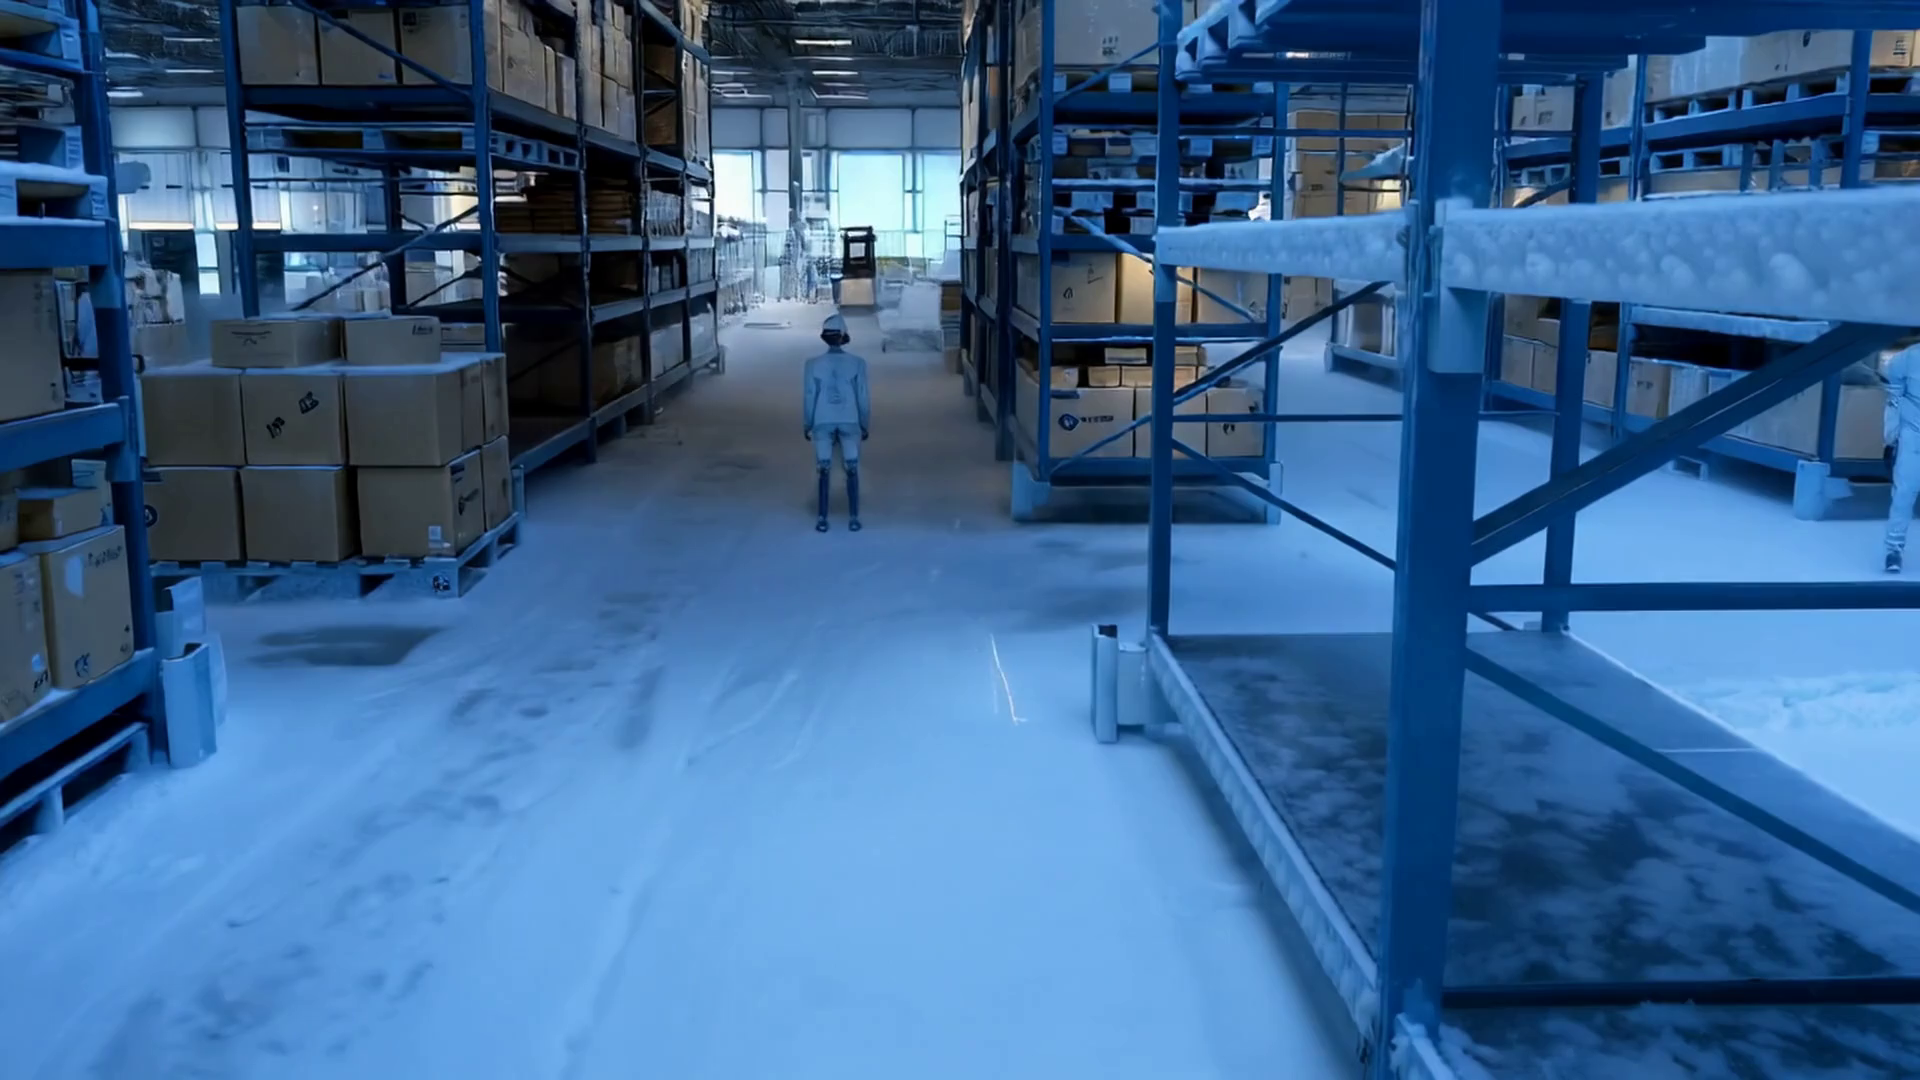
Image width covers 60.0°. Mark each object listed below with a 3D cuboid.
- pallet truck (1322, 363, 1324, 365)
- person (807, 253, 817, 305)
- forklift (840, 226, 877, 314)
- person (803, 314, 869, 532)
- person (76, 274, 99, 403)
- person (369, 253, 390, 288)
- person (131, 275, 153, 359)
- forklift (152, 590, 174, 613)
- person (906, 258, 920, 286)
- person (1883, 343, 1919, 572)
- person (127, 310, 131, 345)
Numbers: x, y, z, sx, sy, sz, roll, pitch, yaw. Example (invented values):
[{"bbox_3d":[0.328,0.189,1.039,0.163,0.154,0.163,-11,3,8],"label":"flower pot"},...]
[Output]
[{"bbox_3d":[7.712,-4.157,30.737,1.885,1.965,0.823,3,11,16],"label":"pallet truck"},{"bbox_3d":[-5.463,-9.631,61.398,0.353,1.937,0.635,-3,11,-19],"label":"person"},{"bbox_3d":[-3.317,-8.761,53.929,1.129,2.768,1.873,0,10,1],"label":"forklift"},{"bbox_3d":[-1.003,-0.940,13.465,0.534,1.767,0.314,-1,10,-5],"label":"person"},{"bbox_3d":[-12.327,-2.849,23.752,0.673,1.881,0.785,-1,10,-5],"label":"person"},{"bbox_3d":[-15.983,-6.902,45.912,0.537,2.000,0.683,-1,10,-5],"label":"person"},{"bbox_3d":[-16.422,-4.471,33.353,0.350,1.686,0.600,-4,11,-20],"label":"person"},{"bbox_3d":[-5.858,-0.811,9.639,1.873,2.768,1.129,-1,10,-3],"label":"forklift"},{"bbox_3d":[-1.595,-8.522,55.559,0.720,1.818,0.634,7,12,35],"label":"person"},{"bbox_3d":[6.877,-0.695,11.746,0.644,1.898,0.396,4,11,22],"label":"person"},{"bbox_3d":[-18.765,-5.274,37.085,0.485,1.949,0.651,0,10,-3],"label":"person"}]
